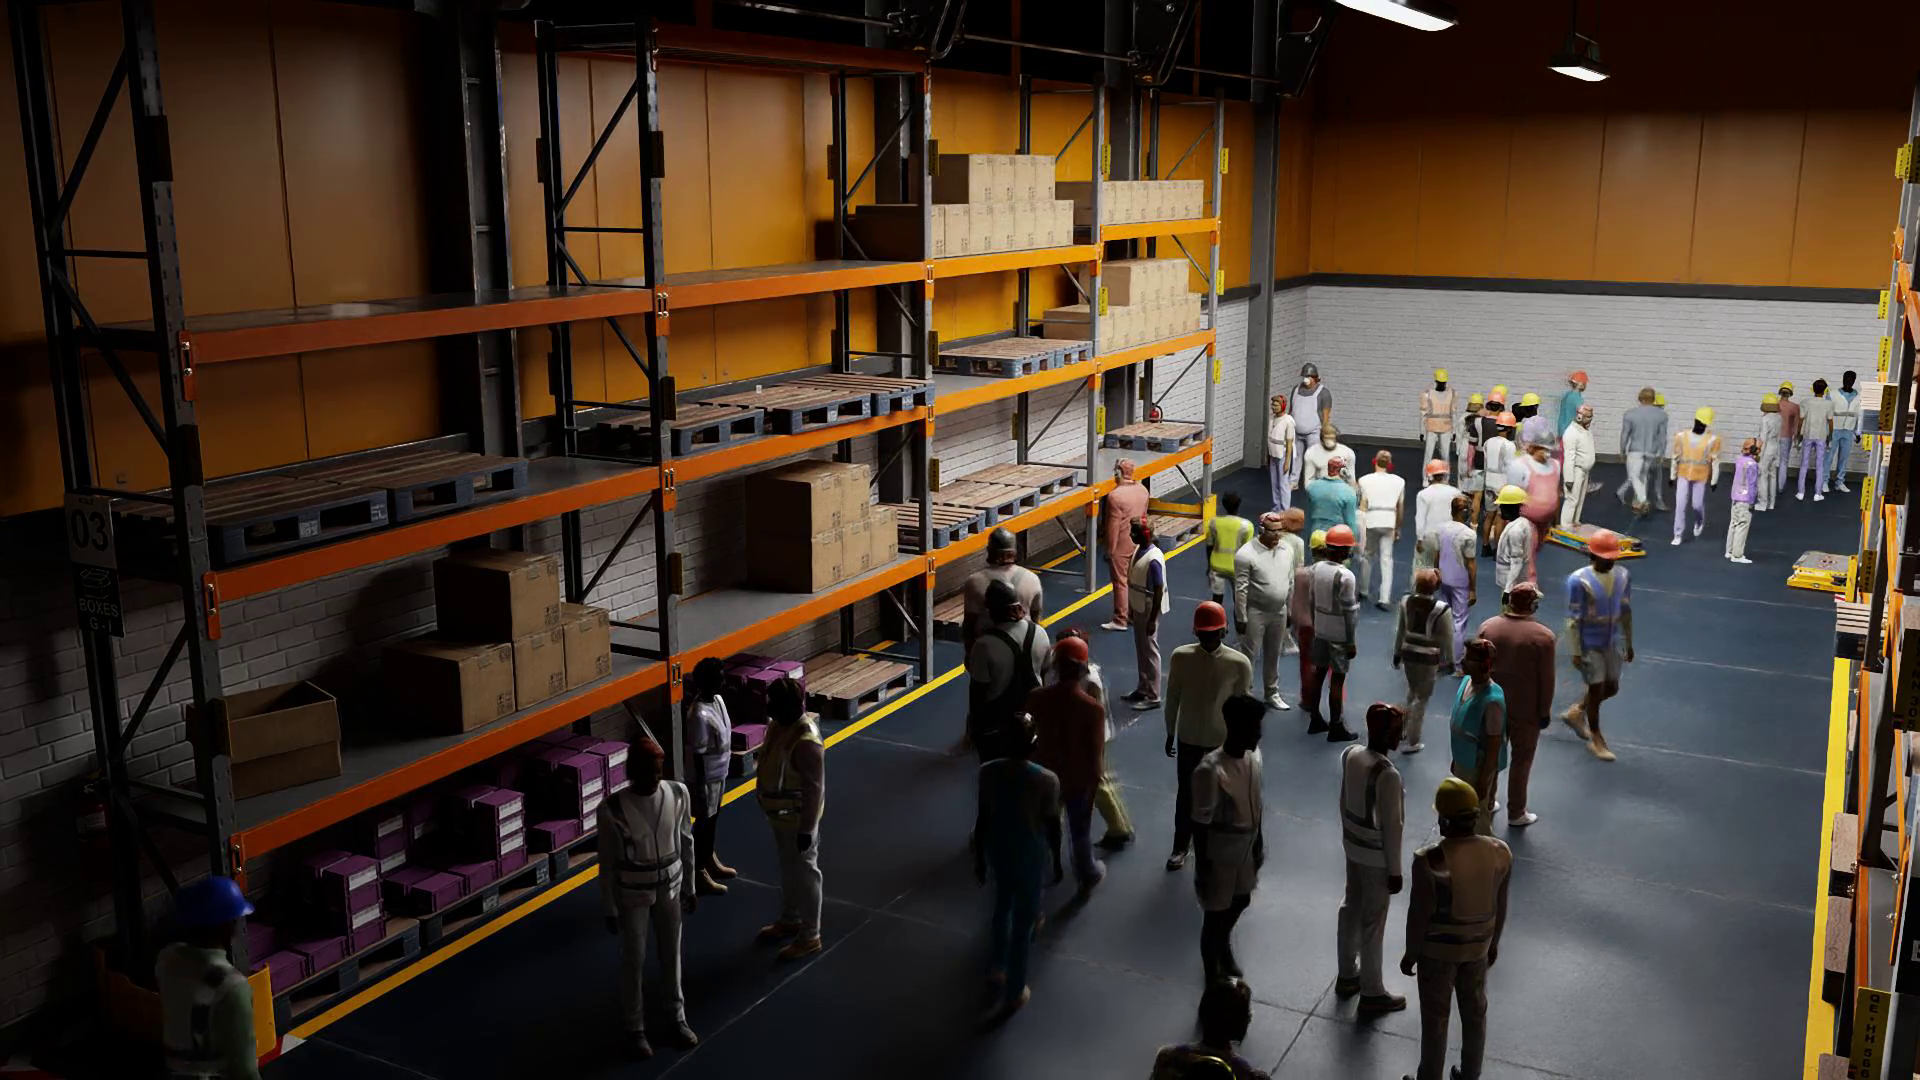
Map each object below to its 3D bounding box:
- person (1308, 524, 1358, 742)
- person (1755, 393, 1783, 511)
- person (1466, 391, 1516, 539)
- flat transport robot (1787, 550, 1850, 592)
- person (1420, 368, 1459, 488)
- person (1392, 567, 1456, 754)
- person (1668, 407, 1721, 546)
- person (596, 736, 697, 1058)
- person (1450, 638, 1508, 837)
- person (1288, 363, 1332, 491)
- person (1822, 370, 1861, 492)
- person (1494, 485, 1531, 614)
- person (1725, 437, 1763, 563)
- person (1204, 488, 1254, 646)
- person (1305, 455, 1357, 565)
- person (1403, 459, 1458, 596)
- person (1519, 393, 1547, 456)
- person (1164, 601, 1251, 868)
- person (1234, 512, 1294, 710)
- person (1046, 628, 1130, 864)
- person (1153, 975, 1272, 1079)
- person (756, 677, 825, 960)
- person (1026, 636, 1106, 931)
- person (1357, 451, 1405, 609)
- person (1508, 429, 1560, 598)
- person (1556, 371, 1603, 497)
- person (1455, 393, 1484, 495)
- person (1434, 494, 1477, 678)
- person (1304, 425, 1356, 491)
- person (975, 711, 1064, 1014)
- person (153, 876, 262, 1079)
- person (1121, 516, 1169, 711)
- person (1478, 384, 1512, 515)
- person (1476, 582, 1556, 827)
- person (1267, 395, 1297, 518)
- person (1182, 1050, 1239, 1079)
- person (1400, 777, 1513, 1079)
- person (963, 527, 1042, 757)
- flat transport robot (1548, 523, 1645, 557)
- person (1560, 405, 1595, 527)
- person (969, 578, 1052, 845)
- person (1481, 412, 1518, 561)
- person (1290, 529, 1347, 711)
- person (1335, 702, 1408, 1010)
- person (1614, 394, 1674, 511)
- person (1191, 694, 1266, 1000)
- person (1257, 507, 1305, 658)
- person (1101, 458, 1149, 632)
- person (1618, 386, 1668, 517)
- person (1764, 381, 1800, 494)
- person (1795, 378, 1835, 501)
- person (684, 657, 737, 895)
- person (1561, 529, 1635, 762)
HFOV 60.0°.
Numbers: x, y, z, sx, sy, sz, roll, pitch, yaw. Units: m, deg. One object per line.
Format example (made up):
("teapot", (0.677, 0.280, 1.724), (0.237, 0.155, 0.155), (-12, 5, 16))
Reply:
("person", (3.311, 0.815, 14.694), (0.356, 1.938, 0.544), (-7, 14, -29))
("person", (11.940, -1.308, 24.638), (0.492, 1.742, 0.318), (-9, 15, -34))
("person", (7.236, -1.016, 22.700), (0.612, 2.029, 0.407), (4, 13, 17))
("flat transport robot", (10.645, 0.374, 20.430), (0.652, 0.197, 1.431), (9, 15, 34))
("person", (7.556, -1.756, 26.252), (0.590, 1.917, 0.391), (1, 13, 5))
("person", (4.045, 1.033, 14.425), (0.579, 1.618, 0.529), (-10, 16, -37))
("person", (9.893, -0.881, 22.403), (0.622, 1.893, 0.733), (9, 16, 36))
("person", (-1.767, 2.016, 9.458), (0.578, 1.879, 0.370), (-9, 15, -34))
("person", (3.568, 1.568, 11.518), (0.390, 1.850, 0.565), (-1, 13, -4))
("person", (5.393, -1.745, 25.920), (0.674, 2.000, 0.535), (9, 16, 36))
("person", (13.792, -1.704, 26.021), (0.590, 1.916, 0.398), (0, 13, 1))
("person", (5.461, 0.402, 16.568), (0.382, 1.922, 0.594), (4, 13, 19))
("person", (10.057, -0.511, 21.327), (0.313, 1.631, 0.523), (1, 13, 4))
("person", (2.847, 0.294, 17.602), (0.538, 1.698, 0.359), (6, 14, 24))
("person", (4.125, 0.002, 18.434), (0.399, 1.900, 0.645), (-12, 17, -43))
("person", (5.507, -0.084, 19.230), (0.571, 1.716, 0.882), (-4, 13, -17))
("person", (7.992, -1.107, 23.364), (0.400, 1.913, 0.592), (11, 16, 40))
("person", (1.763, 1.403, 11.931), (0.612, 1.995, 0.376), (4, 13, 17))
("person", (2.837, 0.674, 15.417), (0.644, 1.900, 0.399), (-6, 14, -25))
("person", (0.874, 1.478, 12.087), (0.954, 1.786, 0.571), (-8, 15, -31))
("person", (0.951, 2.659, 6.718), (0.551, 1.818, 0.675), (6, 14, 25))
("person", (-1.084, 1.764, 10.662), (0.430, 1.844, 0.624), (-6, 14, -25))
("person", (0.689, 1.607, 11.200), (0.625, 1.928, 1.088), (6, 14, 25))
("person", (4.836, -0.130, 19.249), (0.585, 1.791, 0.959), (0, 13, -1))
("person", (6.794, -0.388, 19.847), (0.684, 2.000, 0.870), (-4, 13, -17))
("person", (9.509, -1.624, 25.602), (1.019, 1.937, 0.633), (0, 13, 0))
("person", (7.600, -1.308, 24.671), (0.490, 1.730, 0.323), (1, 13, 4))
("person", (4.926, 0.456, 16.523), (0.346, 1.841, 0.506), (-8, 15, -32))
("person", (4.559, -0.479, 20.566), (0.640, 1.894, 0.918), (3, 13, 14))
("person", (0.361, 1.918, 9.997), (0.502, 1.829, 0.531), (7, 14, 27))
("person", (-3.332, 2.432, 7.461), (0.631, 1.930, 0.461), (9, 16, 35))
("person", (1.750, 0.674, 15.539), (0.374, 1.840, 0.569), (-2, 13, -10))
("person", (7.812, -1.313, 24.277), (0.585, 1.911, 0.440), (7, 15, 30))
("person", (4.288, 1.255, 12.848), (0.395, 1.892, 0.634), (-11, 17, -40))
("person", (4.589, -1.162, 23.775), (0.388, 1.837, 0.562), (-5, 13, -19))
("person", (0.958, 2.772, 6.135), (0.392, 1.845, 0.545), (-10, 16, -37))
("person", (2.639, 2.156, 8.935), (0.588, 1.829, 0.403), (-3, 13, -15))
("person", (0.335, 0.848, 14.314), (0.696, 2.000, 0.920), (-2, 13, -10))
("flat transport robot", (8.388, -0.013, 22.162), (0.652, 0.197, 1.431), (-4, 13, -16))
("person", (8.334, -0.887, 22.420), (0.401, 1.895, 0.653), (10, 16, 38))
("person", (0.324, 1.266, 12.442), (0.681, 2.000, 0.535), (-8, 15, -32))
("person", (6.979, -0.690, 21.473), (0.387, 1.926, 0.549), (-5, 13, -20))
("person", (3.320, 0.778, 15.321), (0.528, 1.748, 0.542), (-1, 13, -4))
("person", (2.484, 1.887, 10.009), (0.353, 1.886, 0.572), (-4, 13, -16))
("person", (10.200, -1.315, 24.682), (0.801, 1.740, 0.522), (5, 14, 22))
("person", (1.556, 1.858, 9.974), (0.701, 1.966, 0.531), (-12, 17, -43))
("person", (3.304, 0.447, 17.081), (0.670, 1.607, 0.519), (-4, 13, -17))
("person", (1.779, 0.043, 18.220), (0.403, 1.906, 0.652), (11, 17, 40))
("person", (9.910, -1.259, 24.066), (0.635, 1.905, 0.858), (0, 13, 0))
("person", (12.783, -1.598, 25.919), (0.535, 1.753, 0.341), (6, 14, 24))
("person", (13.027, -1.532, 25.353), (0.511, 1.872, 0.329), (7, 15, 30))
("person", (-1.752, 1.629, 11.612), (0.318, 1.690, 0.527), (2, 13, 8))
("person", (5.478, 0.866, 14.293), (0.655, 2.011, 0.617), (-5, 13, -20))
